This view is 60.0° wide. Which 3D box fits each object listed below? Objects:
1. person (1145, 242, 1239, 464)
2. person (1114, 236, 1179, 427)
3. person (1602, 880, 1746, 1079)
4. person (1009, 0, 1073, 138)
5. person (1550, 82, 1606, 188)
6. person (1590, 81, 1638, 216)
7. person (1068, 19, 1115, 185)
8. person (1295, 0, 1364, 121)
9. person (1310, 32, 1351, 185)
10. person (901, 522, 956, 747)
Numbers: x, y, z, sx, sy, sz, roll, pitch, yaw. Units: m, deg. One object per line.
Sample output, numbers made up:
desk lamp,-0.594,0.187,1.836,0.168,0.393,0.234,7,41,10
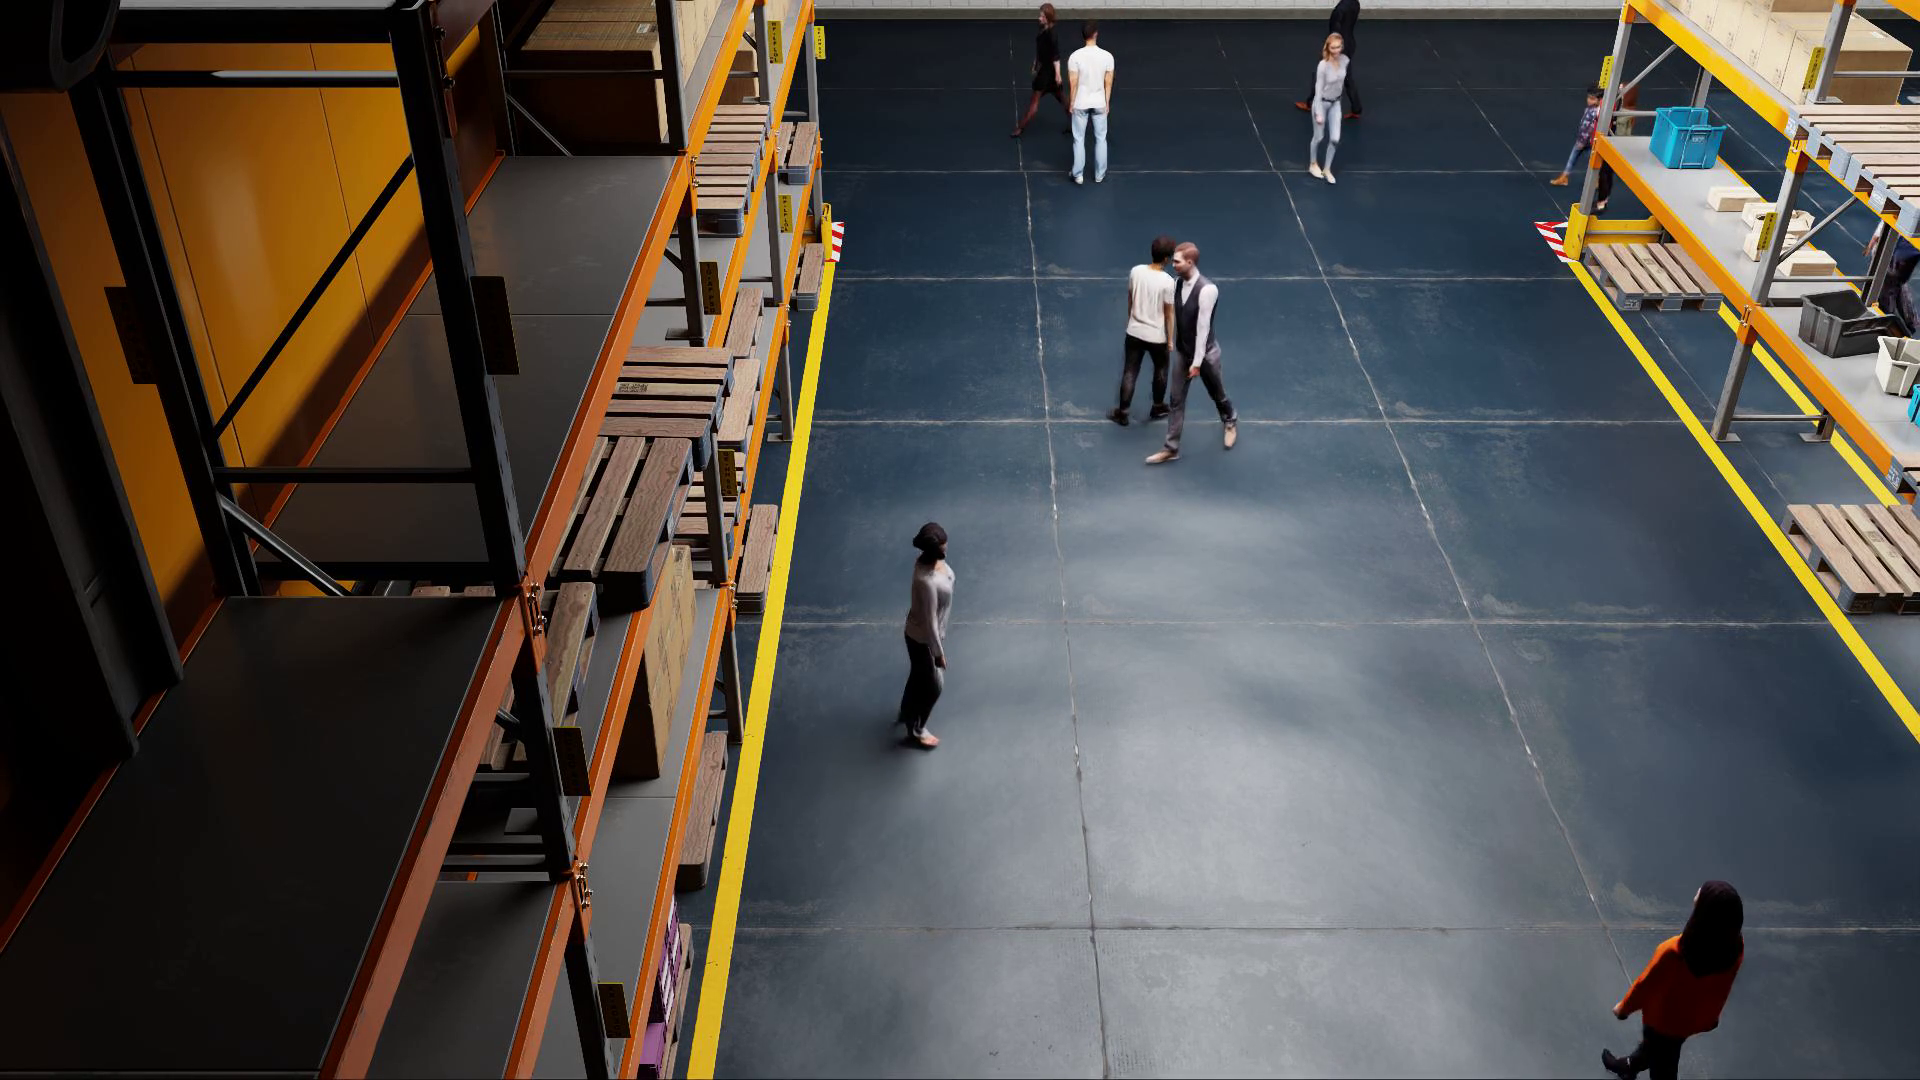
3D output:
person,2.044,-1.568,13.774,1.187,1.903,1.217,-27,42,-34
person,1.575,-1.772,14.273,0.868,1.690,0.937,20,38,27
person,3.512,2.368,8.010,0.831,1.730,0.999,-14,36,-20
person,1.157,-5.636,20.134,0.828,1.637,1.108,-5,34,-8
person,7.203,-4.578,18.908,0.622,1.232,0.783,-4,34,-5
person,7.232,-4.325,18.311,0.751,1.472,0.634,12,36,18
person,1.477,-4.984,18.951,0.684,1.862,0.581,-3,34,-4
person,4.786,-6.054,20.651,1.214,1.763,1.287,-28,43,-35
person,4.172,-4.954,19.008,0.764,1.748,0.847,-18,38,-25
person,-0.263,0.578,10.688,0.827,1.745,0.540,-6,34,-9
